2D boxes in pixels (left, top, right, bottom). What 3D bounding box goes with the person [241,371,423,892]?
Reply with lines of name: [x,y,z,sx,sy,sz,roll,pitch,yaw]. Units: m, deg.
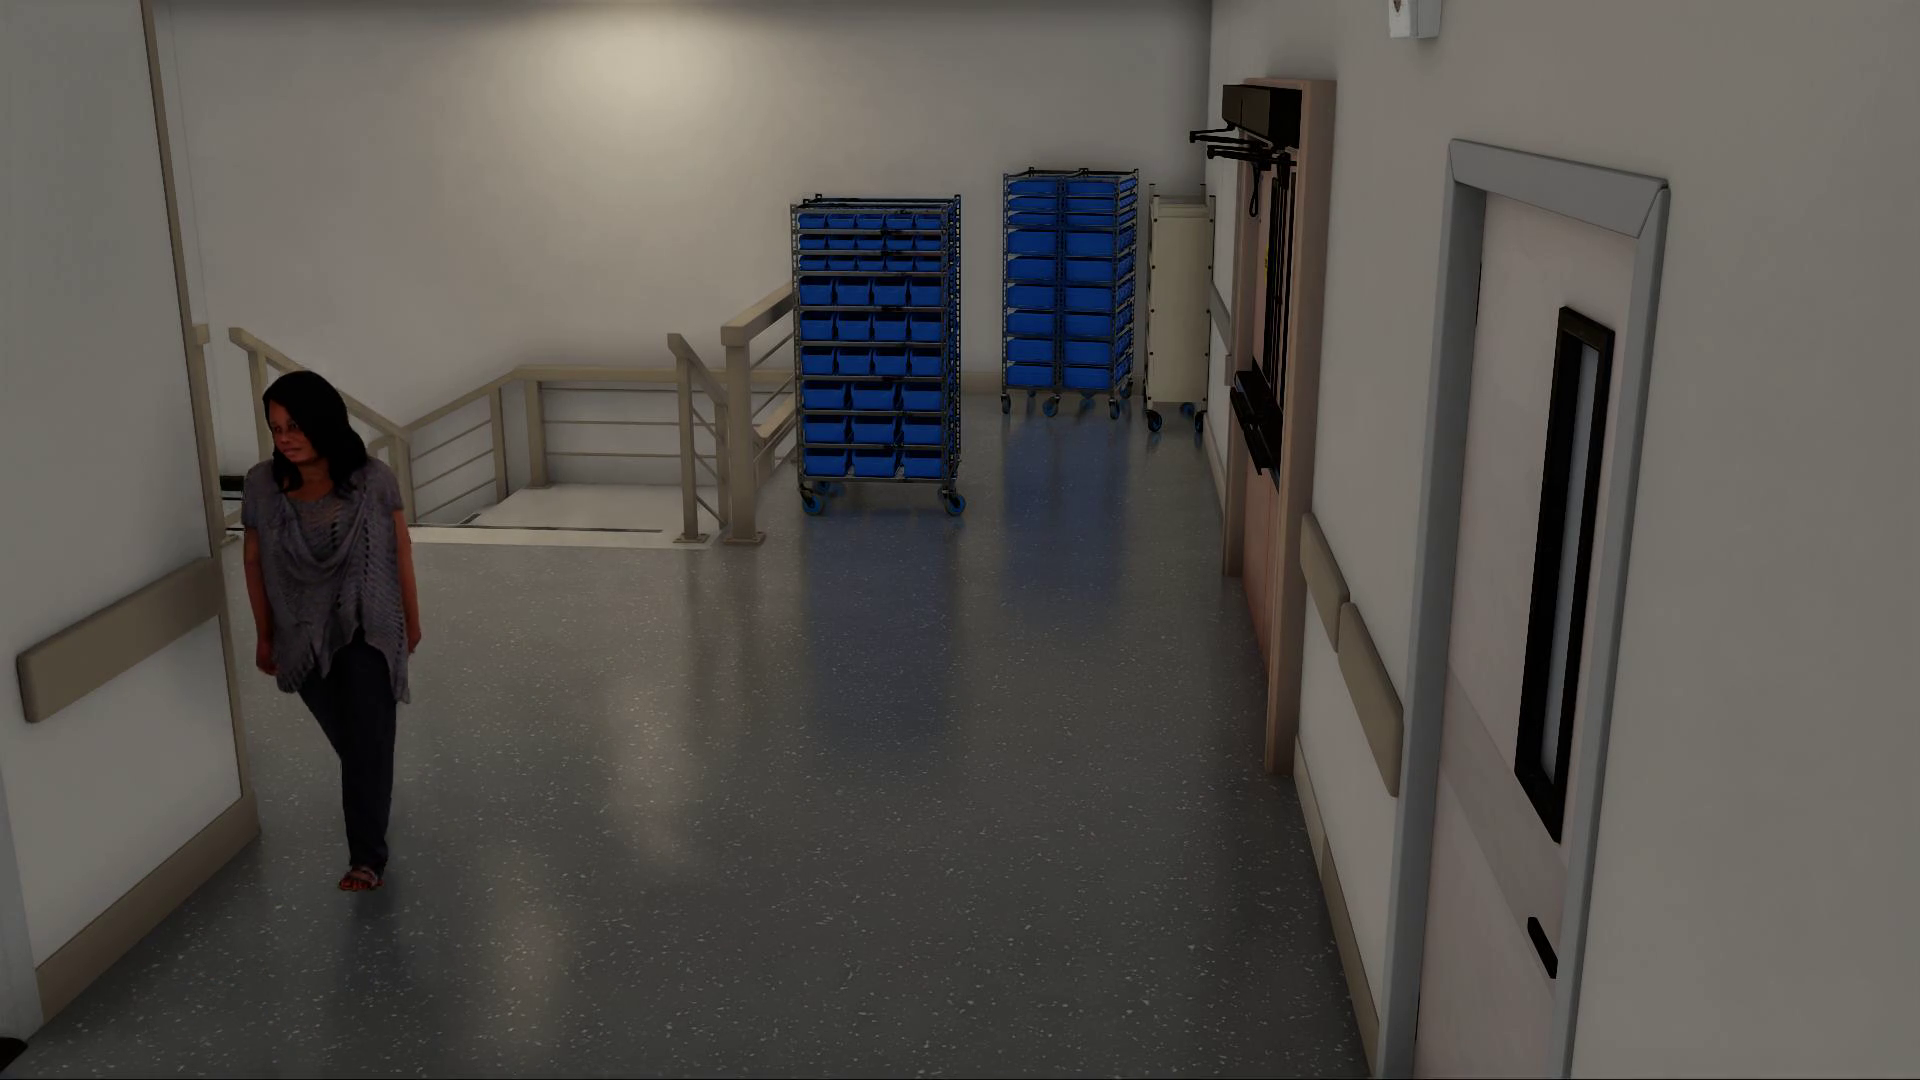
person: [-1.939,0.253,5.210,0.764,1.563,1.144,-2,16,-7]
